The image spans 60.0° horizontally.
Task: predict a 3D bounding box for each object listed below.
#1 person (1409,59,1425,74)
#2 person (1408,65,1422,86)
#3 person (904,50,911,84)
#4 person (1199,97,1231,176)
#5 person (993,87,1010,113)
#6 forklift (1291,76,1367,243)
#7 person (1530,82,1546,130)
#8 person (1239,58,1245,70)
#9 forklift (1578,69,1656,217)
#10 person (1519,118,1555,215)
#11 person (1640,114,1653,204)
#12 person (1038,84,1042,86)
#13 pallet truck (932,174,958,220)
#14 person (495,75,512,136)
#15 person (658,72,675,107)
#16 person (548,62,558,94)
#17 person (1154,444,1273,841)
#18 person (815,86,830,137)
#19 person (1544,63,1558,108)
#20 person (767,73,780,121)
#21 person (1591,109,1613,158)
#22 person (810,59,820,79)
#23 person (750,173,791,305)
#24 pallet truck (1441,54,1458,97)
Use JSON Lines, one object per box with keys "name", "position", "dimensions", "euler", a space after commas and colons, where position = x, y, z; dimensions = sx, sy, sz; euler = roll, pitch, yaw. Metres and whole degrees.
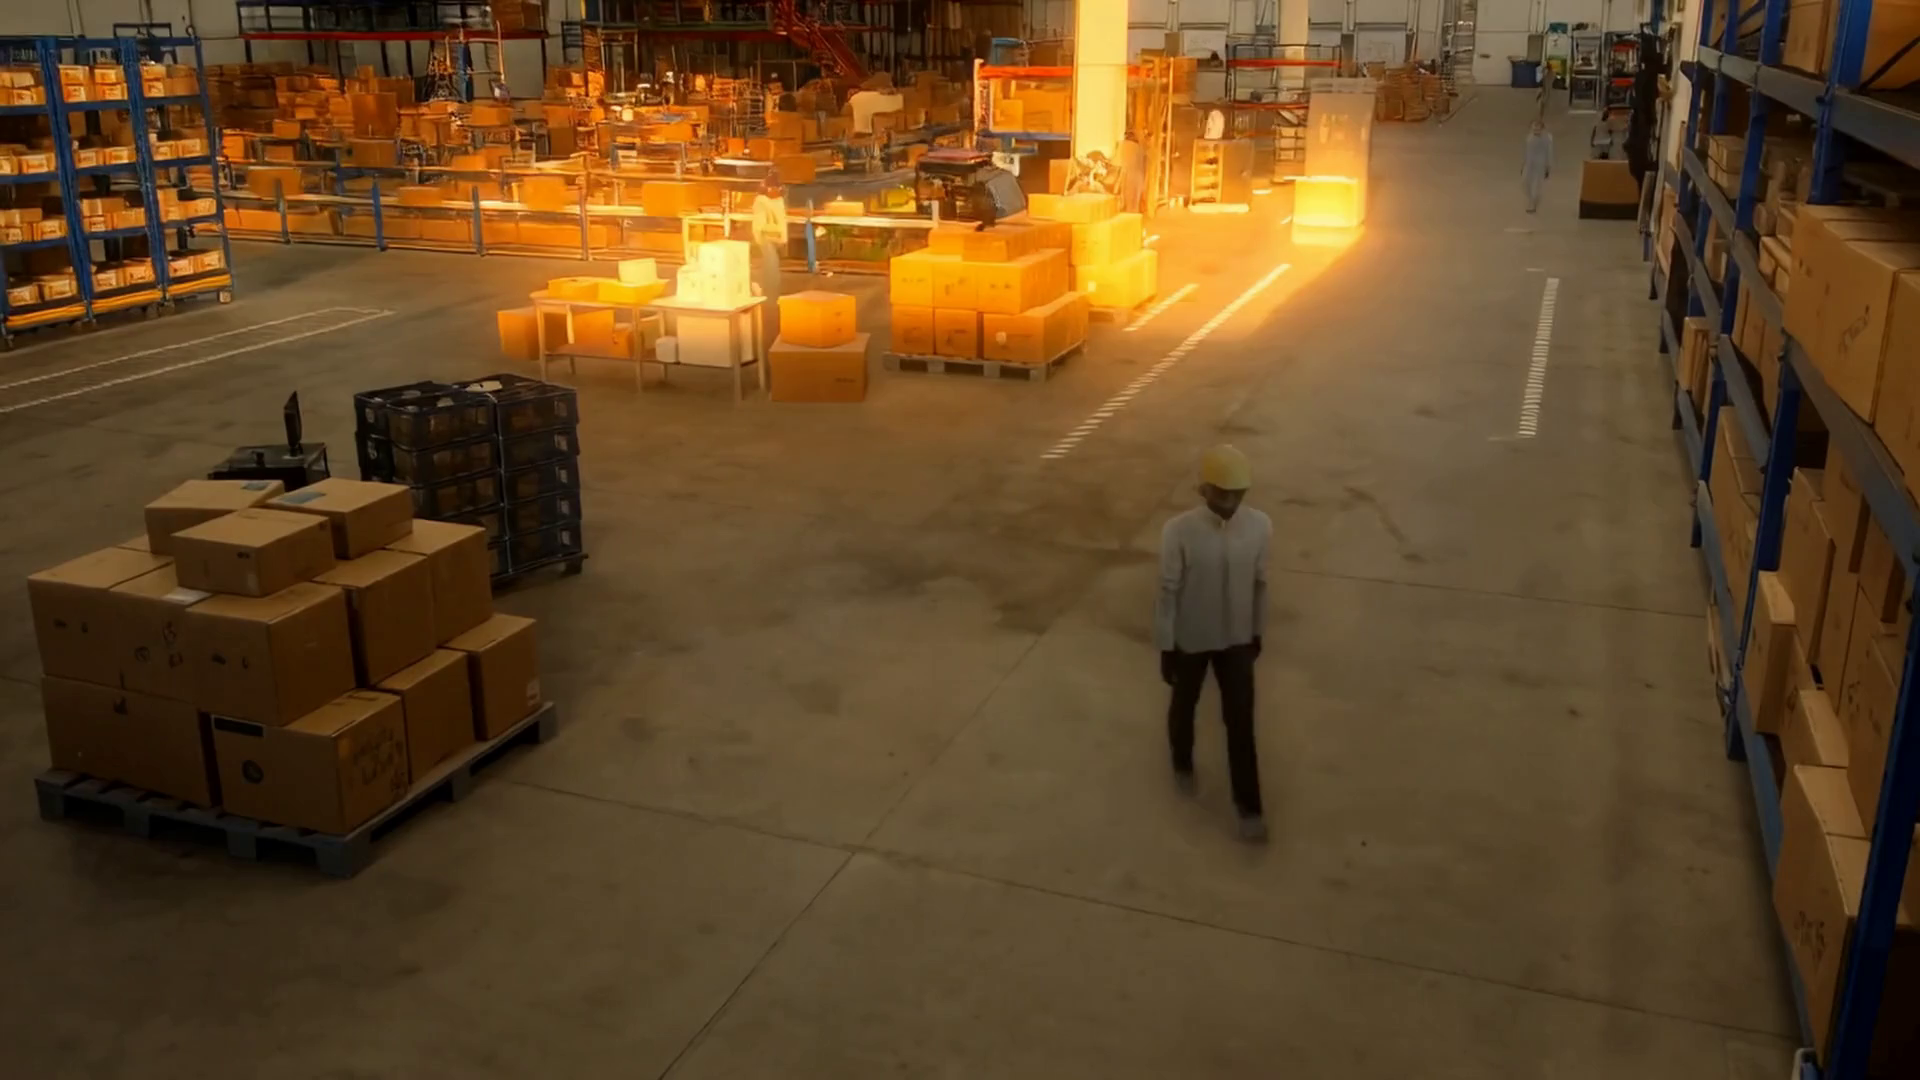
{"name": "person", "position": [18.929, -18.919, 68.963], "dimensions": [0.713, 2.000, 0.702], "euler": [15, 23, 39]}
{"name": "person", "position": [17.362, -17.213, 63.736], "dimensions": [0.604, 1.959, 0.379], "euler": [-9, 20, -27]}
{"name": "person", "position": [-2.868, -26.424, 92.885], "dimensions": [0.527, 1.830, 0.493], "euler": [0, 18, 1]}
{"name": "person", "position": [6.136, -9.464, 39.353], "dimensions": [1.059, 1.970, 0.602], "euler": [-3, 18, -10]}
{"name": "person", "position": [1.264, -11.878, 47.125], "dimensions": [0.657, 1.861, 0.976], "euler": [9, 20, 26]}
{"name": "forklift", "position": [6.598, -6.755, 29.381], "dimensions": [1.129, 2.768, 1.873], "euler": [6, 19, 19]}
{"name": "person", "position": [19.628, -14.700, 56.372], "dimensions": [0.365, 1.626, 0.552], "euler": [-7, 19, -22]}
{"name": "person", "position": [12.655, -20.808, 75.072], "dimensions": [0.374, 1.934, 0.548], "euler": [4, 18, 14]}
{"name": "forklift", "position": [13.219, -7.740, 32.475], "dimensions": [1.873, 2.768, 1.129], "euler": [6, 19, 18]}
{"name": "person", "position": [11.439, -7.423, 33.071], "dimensions": [0.427, 1.895, 0.667], "euler": [-14, 22, -37]}
{"name": "person", "position": [14.259, -7.974, 34.867], "dimensions": [0.557, 1.863, 0.994], "euler": [-3, 18, -10]}
{"name": "person", "position": [3.538, -21.309, 76.749], "dimensions": [0.491, 1.872, 0.605], "euler": [-6, 19, -17]}
{"name": "pallet truck", "position": [-0.507, -5.292, 27.348], "dimensions": [0.653, 1.274, 1.630], "euler": [6, 19, 19]}
{"name": "person", "position": [-14.817, -14.144, 54.143], "dimensions": [0.542, 1.928, 0.374], "euler": [2, 18, 8]}
{"name": "person", "position": [-10.446, -15.744, 59.348], "dimensions": [0.594, 1.826, 0.404], "euler": [-8, 20, -25]}
{"name": "person", "position": [-15.928, -17.693, 65.195], "dimensions": [0.392, 1.990, 0.611], "euler": [-12, 21, -34]}
{"name": "person", "position": [1.257, 0.489, 8.139], "dimensions": [0.637, 1.934, 1.040], "euler": [-3, 18, -11]}
{"name": "person", "position": [-4.437, -13.799, 53.600], "dimensions": [0.517, 1.582, 0.877], "euler": [6, 19, 18]}
{"name": "person", "position": [24.744, -19.044, 69.679], "dimensions": [0.523, 1.846, 0.751], "euler": [5, 18, 16]}
{"name": "person", "position": [-6.857, -16.304, 61.241], "dimensions": [0.489, 1.740, 0.324], "euler": [0, 18, 0]}
{"name": "person", "position": [15.278, -9.395, 39.595], "dimensions": [0.535, 1.699, 0.318], "euler": [17, 24, 42]}
{"name": "person", "position": [-6.410, -20.181, 73.151], "dimensions": [0.688, 1.912, 0.550], "euler": [15, 23, 40]}
{"name": "person", "position": [-2.654, -4.180, 23.040], "dimensions": [0.793, 1.810, 0.595], "euler": [11, 21, 31]}
{"name": "pallet truck", "position": [22.765, -21.886, 78.355], "dimensions": [0.823, 1.965, 1.885], "euler": [-4, 18, -14]}
